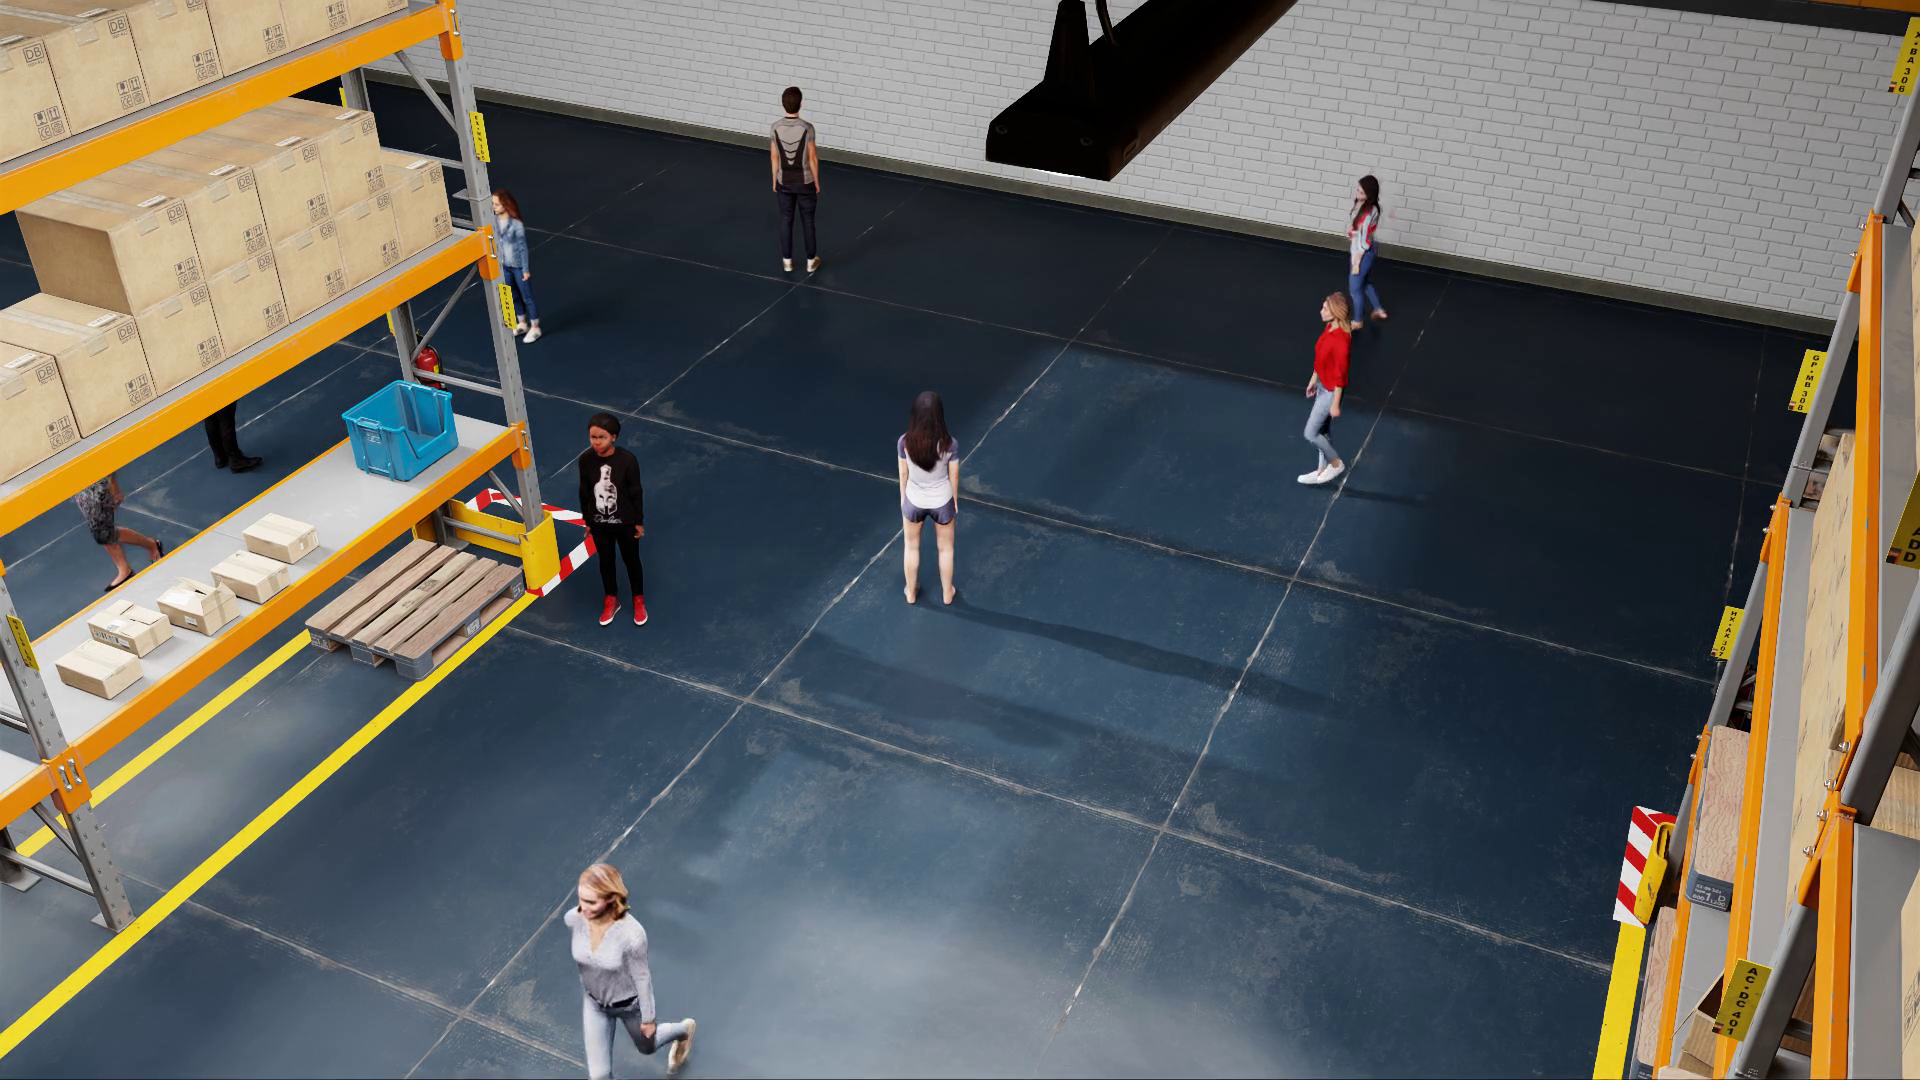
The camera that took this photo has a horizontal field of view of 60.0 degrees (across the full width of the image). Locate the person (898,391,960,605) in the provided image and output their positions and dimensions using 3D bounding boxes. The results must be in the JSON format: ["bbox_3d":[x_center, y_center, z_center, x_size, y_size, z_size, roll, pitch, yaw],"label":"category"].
[{"bbox_3d":[-0.228,-0.290,11.927,0.652,1.704,0.637,2,34,2],"label":"person"}]

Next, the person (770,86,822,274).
[{"bbox_3d":[-1.657,-3.622,16.772,0.703,1.890,0.668,2,34,3],"label":"person"}]

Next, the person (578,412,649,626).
[{"bbox_3d":[-2.448,-0.156,11.752,0.676,1.674,0.674,0,34,1],"label":"person"}]

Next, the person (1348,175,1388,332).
[{"bbox_3d":[3.816,-2.692,15.646,0.843,1.587,0.790,9,35,13],"label":"person"}]

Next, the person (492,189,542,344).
[{"bbox_3d":[-4.164,-2.585,15.586,0.578,1.475,0.511,18,38,25],"label":"person"}]

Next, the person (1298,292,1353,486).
[{"bbox_3d":[3.021,-1.178,13.273,0.791,1.693,0.693,-1,34,-1],"label":"person"}]

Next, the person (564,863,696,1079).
[{"bbox_3d":[-1.610,2.209,8.110,0.598,1.767,1.115,14,36,20],"label":"person"}]
